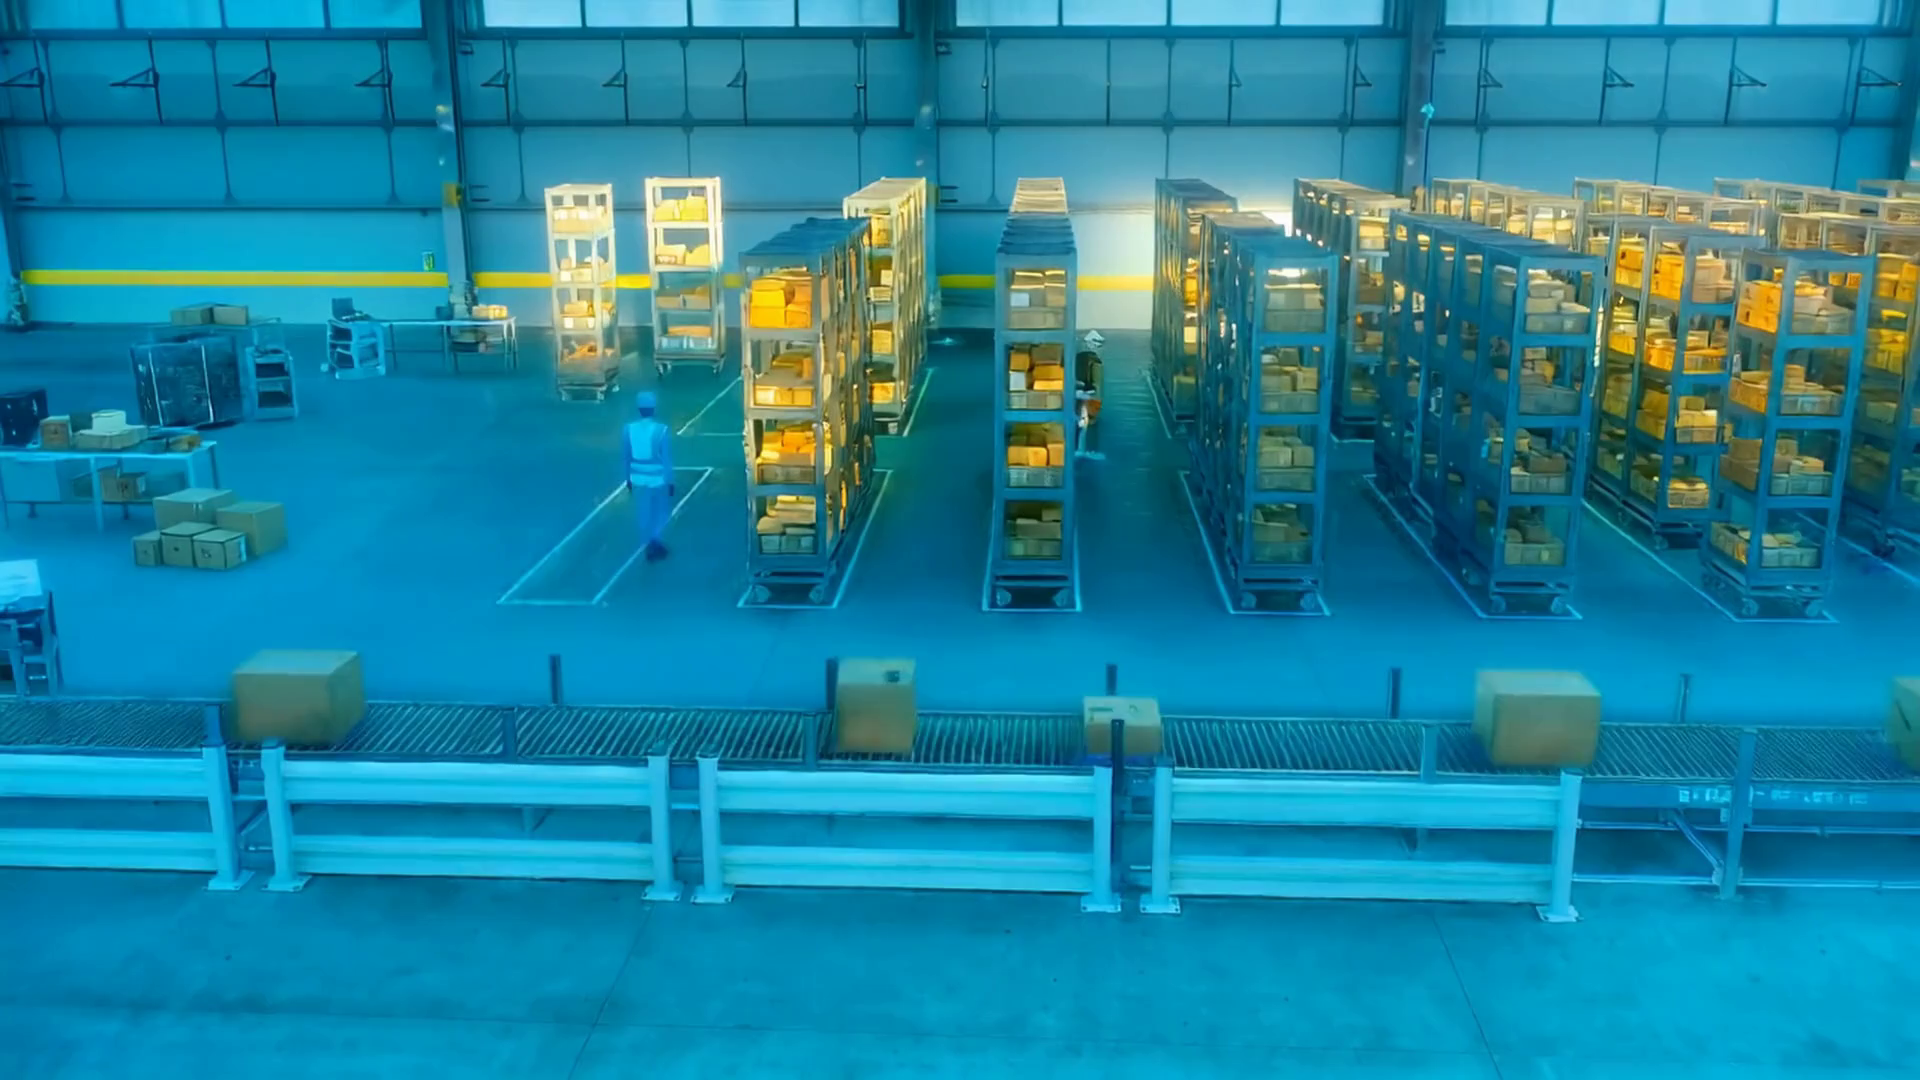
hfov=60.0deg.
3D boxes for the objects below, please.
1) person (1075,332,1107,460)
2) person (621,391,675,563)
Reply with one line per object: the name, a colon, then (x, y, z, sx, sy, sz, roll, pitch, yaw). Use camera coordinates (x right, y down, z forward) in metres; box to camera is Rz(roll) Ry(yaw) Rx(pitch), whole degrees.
person: (1.863, -2.051, 23.699, 0.403, 1.822, 0.586, -10, 18, -32)
person: (-3.433, -0.690, 18.422, 0.634, 1.936, 0.439, 5, 16, 17)
